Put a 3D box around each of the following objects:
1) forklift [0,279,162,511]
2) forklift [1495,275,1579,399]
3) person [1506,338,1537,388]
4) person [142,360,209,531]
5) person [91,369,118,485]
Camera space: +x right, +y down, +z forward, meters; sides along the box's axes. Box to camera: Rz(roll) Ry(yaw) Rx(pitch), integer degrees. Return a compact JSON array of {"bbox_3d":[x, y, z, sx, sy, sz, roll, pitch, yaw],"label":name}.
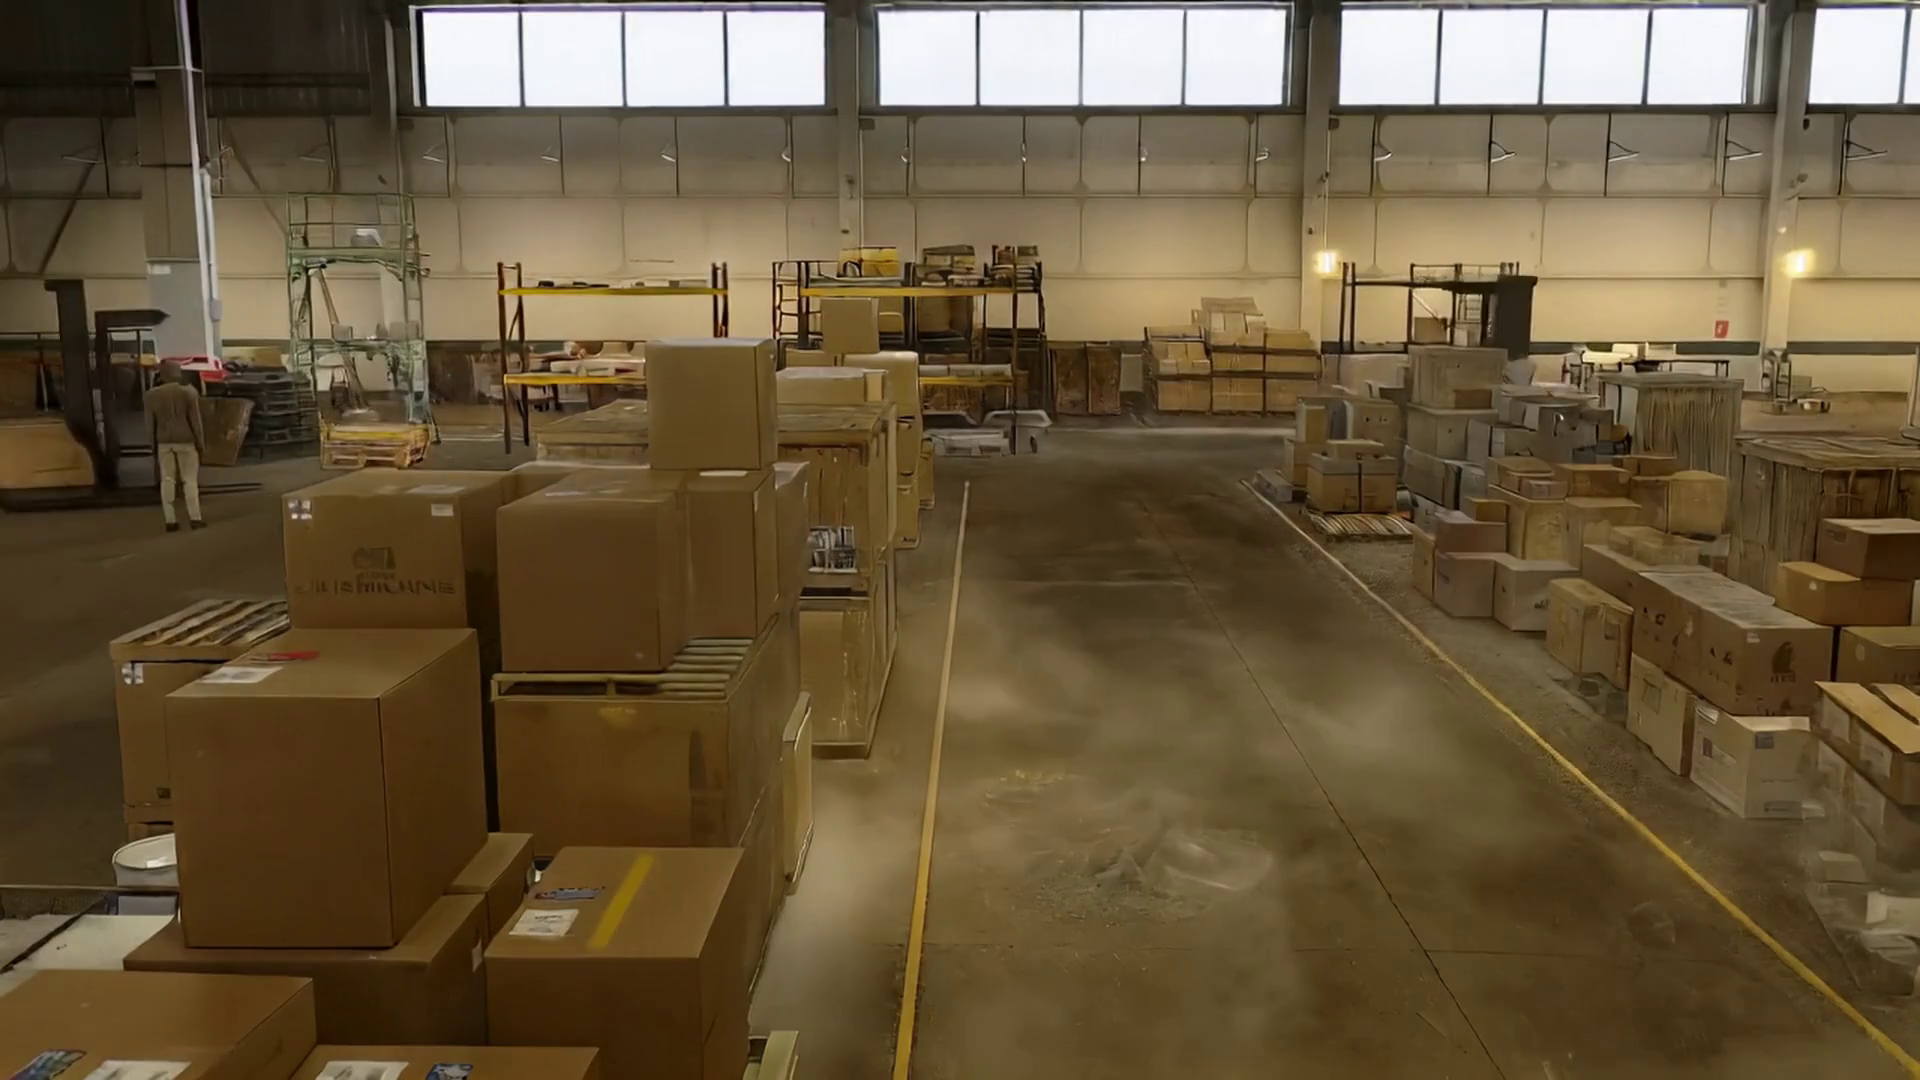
[{"bbox_3d":[-10.977,-1.841,20.663,1.873,2.768,1.129,-5,11,-27],"label":"forklift"},{"bbox_3d":[8.798,-2.811,26.475,1.873,2.768,1.129,0,9,1],"label":"forklift"},{"bbox_3d":[8.358,-2.080,25.013,0.610,1.900,0.462,-2,10,-14],"label":"person"},{"bbox_3d":[-8.862,-1.062,18.818,0.630,1.938,0.373,-1,10,-6],"label":"person"},{"bbox_3d":[-11.338,-1.427,21.891,0.522,1.639,0.306,0,9,-1],"label":"person"}]
